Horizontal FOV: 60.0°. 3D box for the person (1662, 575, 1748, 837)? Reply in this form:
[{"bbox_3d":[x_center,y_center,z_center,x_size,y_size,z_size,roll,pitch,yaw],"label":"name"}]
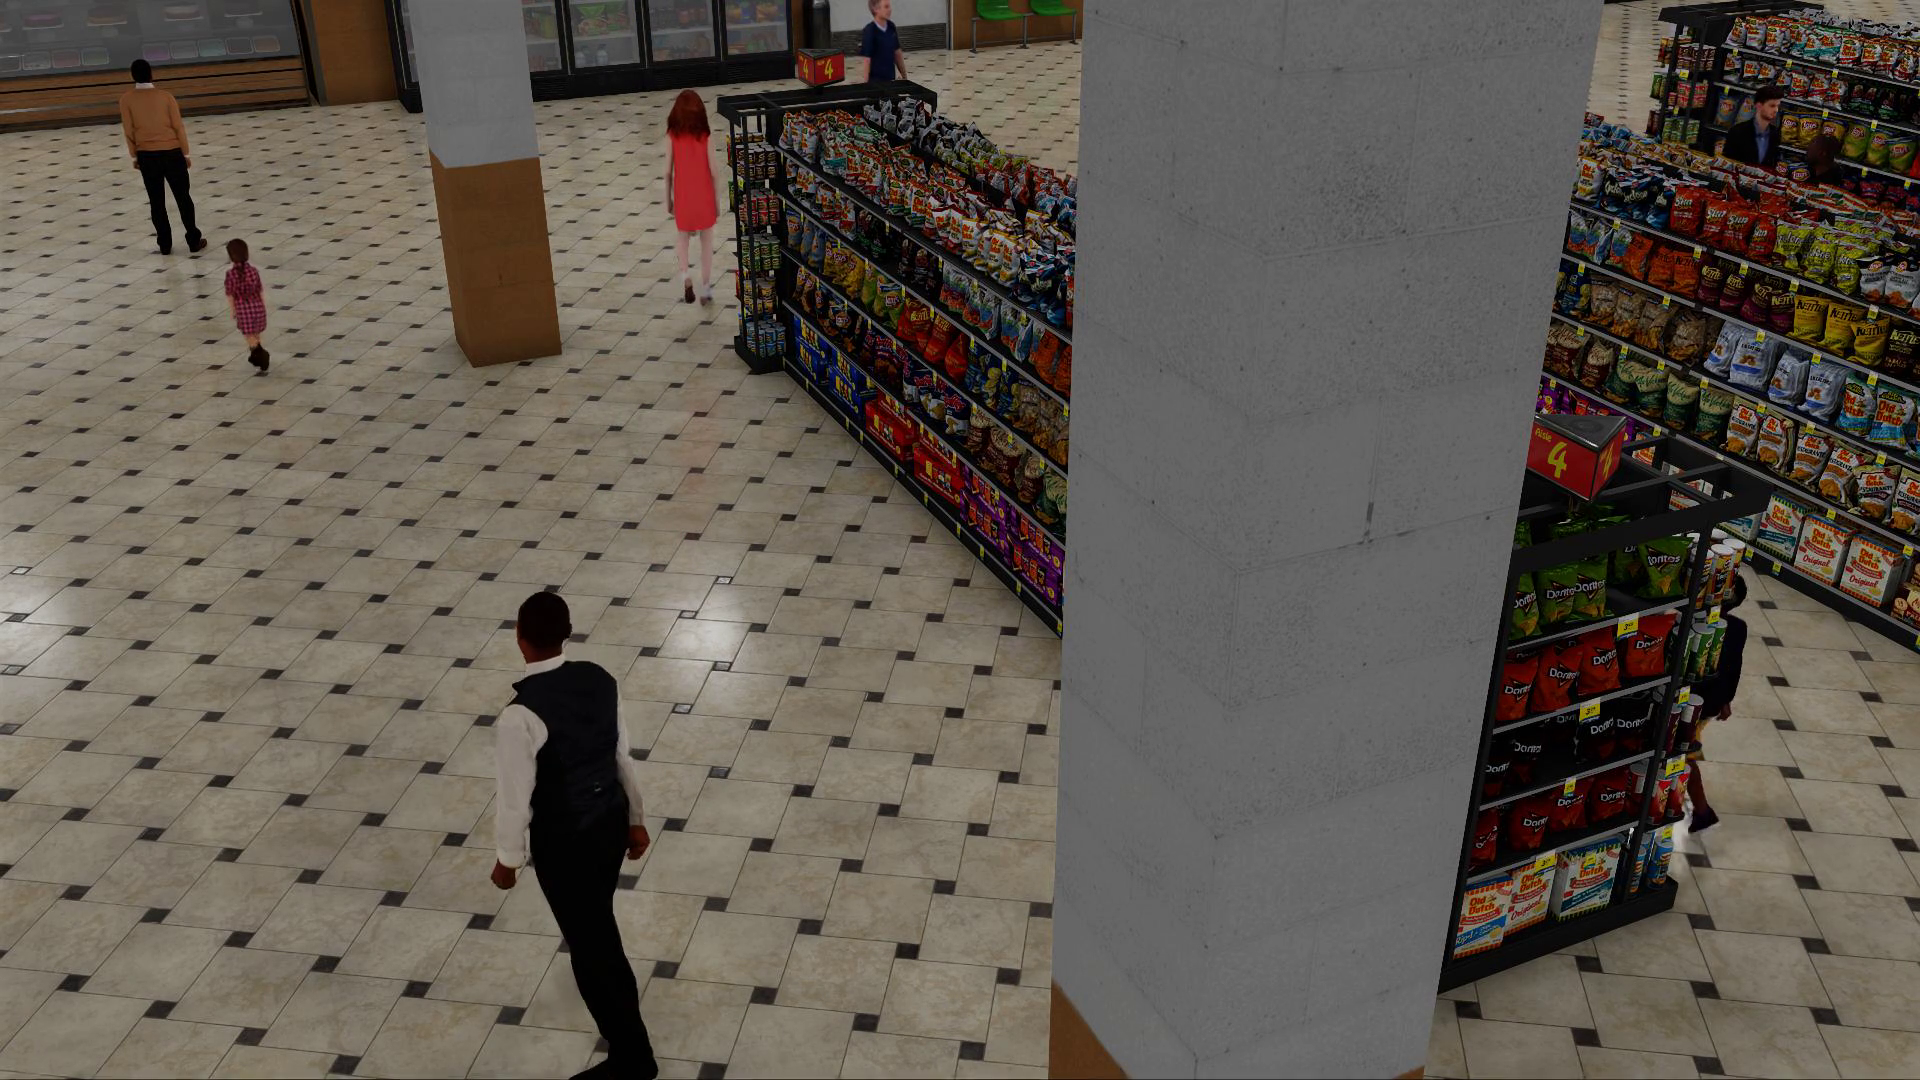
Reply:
[{"bbox_3d":[3.320,0.725,7.424,0.613,1.253,0.888,-7,28,-14],"label":"person"}]

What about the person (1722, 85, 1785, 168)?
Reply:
[{"bbox_3d":[6.358,-2.816,13.737,0.904,1.858,1.233,-5,27,-9],"label":"person"}]

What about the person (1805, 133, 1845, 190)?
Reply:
[{"bbox_3d":[6.418,-2.084,12.387,1.300,1.774,1.165,13,30,23],"label":"person"}]

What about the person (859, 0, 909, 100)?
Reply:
[{"bbox_3d":[-0.923,-4.895,17.862,1.185,1.836,1.027,16,31,29],"label":"person"}]

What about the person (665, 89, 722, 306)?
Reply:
[{"bbox_3d":[-2.190,-2.748,13.657,0.831,1.810,1.018,0,27,0],"label":"person"}]

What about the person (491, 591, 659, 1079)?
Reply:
[{"bbox_3d":[-1.326,1.111,5.966,1.181,1.884,1.099,9,28,18],"label":"person"}]

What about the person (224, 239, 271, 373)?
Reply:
[{"bbox_3d":[-5.388,-1.763,12.600,0.552,1.010,0.738,-22,34,-37],"label":"person"}]

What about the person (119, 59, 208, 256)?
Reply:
[{"bbox_3d":[-7.307,-3.497,15.195,0.690,1.754,0.614,-8,28,-15],"label":"person"}]
